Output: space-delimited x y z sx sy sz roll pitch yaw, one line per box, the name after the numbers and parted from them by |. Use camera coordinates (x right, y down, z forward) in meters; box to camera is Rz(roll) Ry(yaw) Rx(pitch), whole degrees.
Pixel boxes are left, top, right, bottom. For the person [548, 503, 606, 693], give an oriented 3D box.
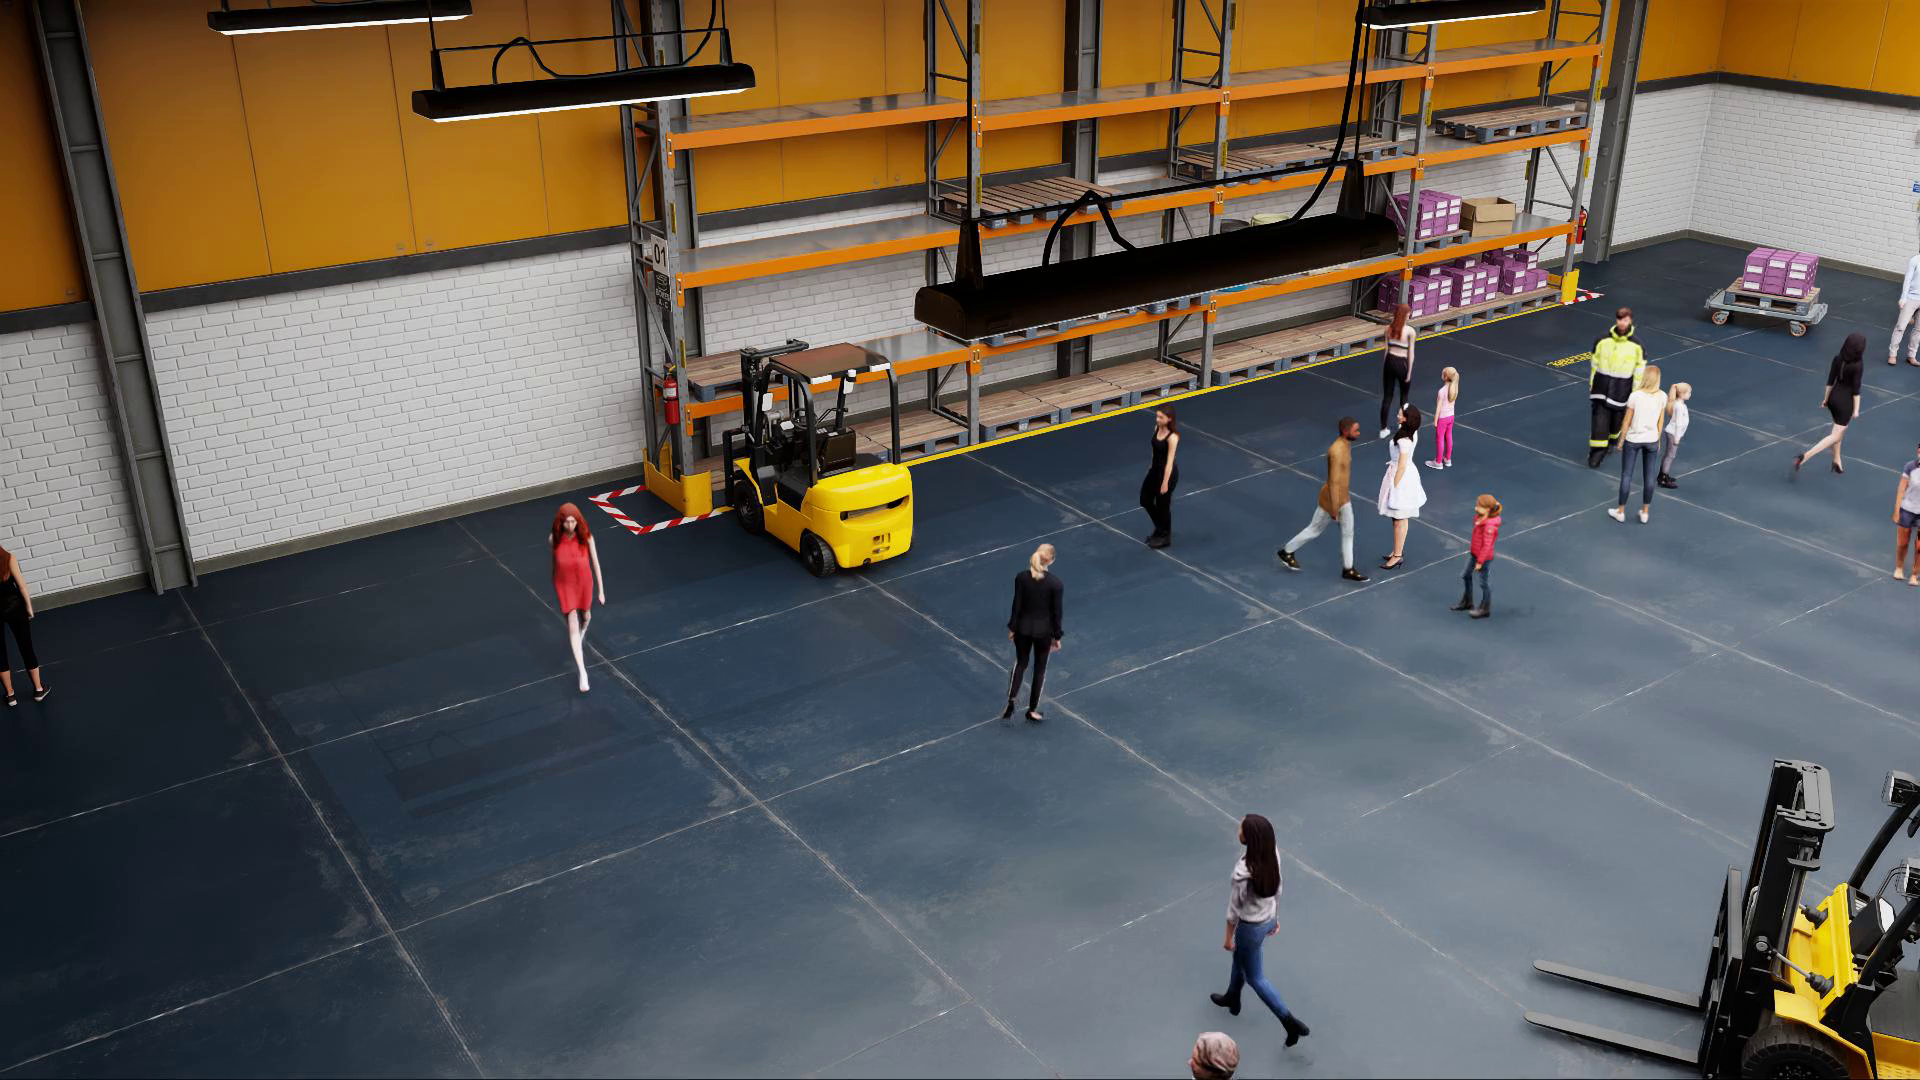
-3.537 0.444 15.236 1.220 1.763 0.968 -5 24 -12 | person

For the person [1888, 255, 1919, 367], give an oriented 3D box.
13.822 -3.463 24.011 0.742 1.894 0.810 3 24 7 | person

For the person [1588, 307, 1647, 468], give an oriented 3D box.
8.036 -1.898 20.377 1.181 1.937 1.374 11 26 23 | person

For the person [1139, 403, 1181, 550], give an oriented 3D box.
2.263 -0.688 17.937 0.670 1.674 0.666 -8 25 -18 | person

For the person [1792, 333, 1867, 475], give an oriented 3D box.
10.414 -1.564 19.807 1.160 1.780 0.897 -5 24 -11 | person

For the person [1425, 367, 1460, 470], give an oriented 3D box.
5.934 -1.506 20.312 0.429 1.270 0.543 -18 29 -35 | person

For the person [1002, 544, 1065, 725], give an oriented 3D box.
0.622 0.848 14.416 0.827 1.680 0.889 5 24 11 | person

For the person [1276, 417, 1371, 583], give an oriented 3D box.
3.776 -0.424 17.206 1.113 1.776 1.274 12 26 25 | person

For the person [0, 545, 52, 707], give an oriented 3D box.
-8.521 0.650 14.810 0.505 1.726 0.673 -10 26 -22 | person

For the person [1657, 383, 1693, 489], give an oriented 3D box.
8.473 -1.264 19.748 0.632 1.277 0.562 7 25 15 | person

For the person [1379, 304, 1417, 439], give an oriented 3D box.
5.508 -2.126 21.169 0.783 1.720 1.053 17 29 34 | person

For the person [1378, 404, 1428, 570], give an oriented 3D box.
4.633 -0.565 17.473 0.904 1.819 0.830 10 26 22 | person

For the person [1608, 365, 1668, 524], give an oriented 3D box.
7.656 -1.078 18.667 0.667 1.803 0.747 2 24 4 | person

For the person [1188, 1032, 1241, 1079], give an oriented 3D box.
1.360 3.312 8.625 1.219 1.802 1.086 1 24 2 | person

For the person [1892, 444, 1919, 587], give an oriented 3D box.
9.907 -0.310 17.167 0.706 1.598 0.780 9 25 19 | person

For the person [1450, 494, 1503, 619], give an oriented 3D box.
5.224 0.164 16.447 0.685 1.306 0.624 -3 24 -8 | person

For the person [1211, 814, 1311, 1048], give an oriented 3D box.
1.964 2.525 10.681 0.815 1.599 1.020 19 30 37 | person
